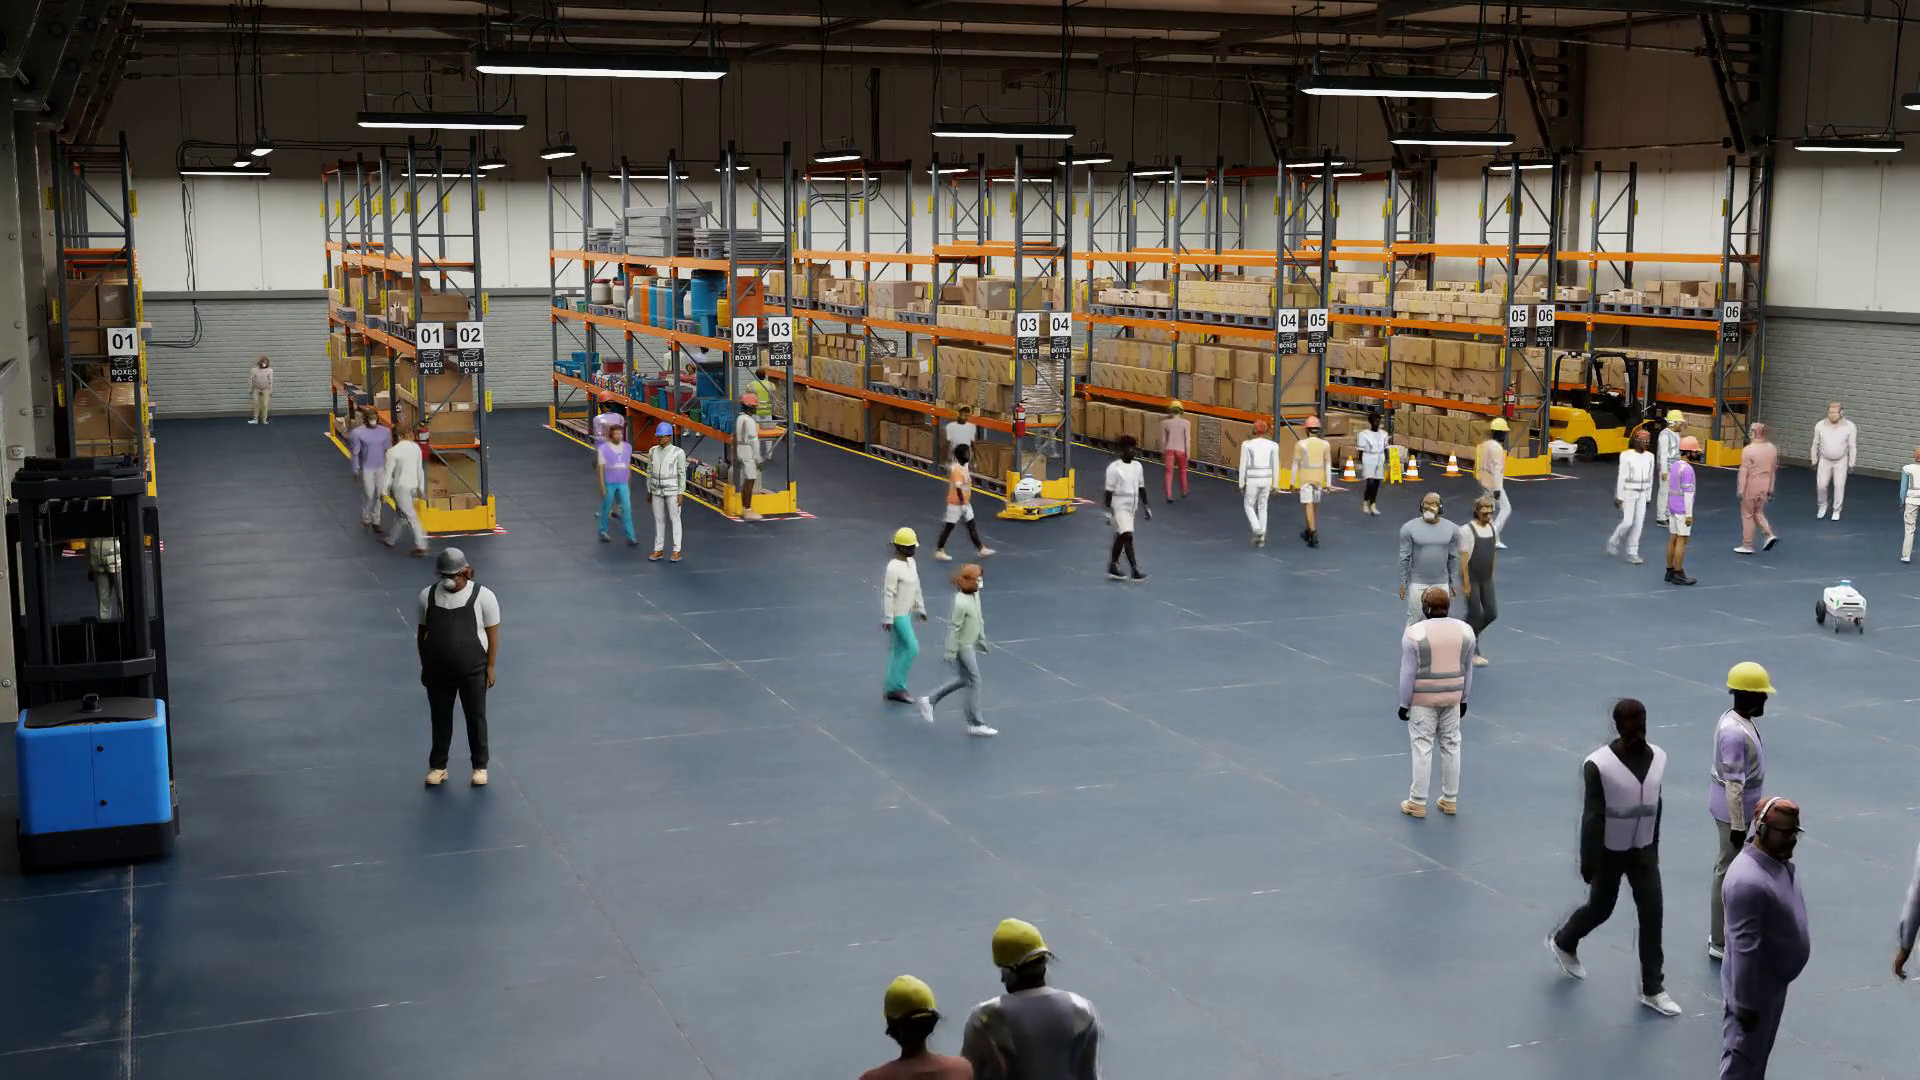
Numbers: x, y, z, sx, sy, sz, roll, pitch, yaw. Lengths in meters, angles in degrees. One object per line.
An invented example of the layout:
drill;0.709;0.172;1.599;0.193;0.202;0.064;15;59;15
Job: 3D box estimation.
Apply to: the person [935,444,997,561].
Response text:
person;0.049;-0.520;29.254;0.886;1.641;0.551;2;9;15

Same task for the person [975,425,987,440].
person;0.370;-2.737;44.195;0.509;1.613;0.670;-5;10;-30

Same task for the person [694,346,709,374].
person;-6.387;-4.021;51.895;1.012;1.877;0.551;1;9;9

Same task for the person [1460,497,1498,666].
person;5.529;0.429;22.395;0.511;1.820;0.446;-4;10;-27

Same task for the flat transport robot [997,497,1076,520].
flat transport robot;1.255;-0.517;33.971;0.652;0.197;1.431;6;10;33

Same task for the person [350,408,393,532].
person;-8.953;-1.066;32.027;0.633;1.921;0.530;-7;11;-38

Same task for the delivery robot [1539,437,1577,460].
delivery robot;11.755;-1.782;41.133;0.707;0.478;0.477;4;10;23

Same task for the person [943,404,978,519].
person;-0.003;-1.307;33.977;0.564;1.826;0.868;-1;9;-5

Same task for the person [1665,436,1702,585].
person;9.510;-0.398;27.506;0.379;1.937;0.548;0;9;-1

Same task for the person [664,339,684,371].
person;-6.968;-3.932;50.926;0.624;1.985;0.411;-8;12;-44

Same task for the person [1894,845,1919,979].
person;5.184;2.125;10.740;0.687;1.920;0.537;7;11;38

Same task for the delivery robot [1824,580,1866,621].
delivery robot;10.348;0.716;24.496;0.477;0.478;0.707;2;9;11

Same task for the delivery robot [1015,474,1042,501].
delivery robot;1.147;-0.858;34.988;0.477;0.478;0.707;2;9;14

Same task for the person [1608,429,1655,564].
person;9.382;-0.619;29.210;0.606;1.869;0.487;-3;9;-19

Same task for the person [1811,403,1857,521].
person;13.900;-1.244;33.325;0.685;1.885;0.482;5;10;30

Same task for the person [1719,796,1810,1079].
person;3.972;2.194;10.337;0.400;1.905;0.643;6;10;34

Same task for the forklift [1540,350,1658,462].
forklift;12.897;-2.725;42.309;2.313;2.155;1.214;-3;9;-21

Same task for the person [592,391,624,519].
person;-5.675;-1.371;33.636;0.375;2.042;0.615;6;11;36

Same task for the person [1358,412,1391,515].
person;6.726;-1.231;33.919;0.539;1.684;0.455;-4;9;-24

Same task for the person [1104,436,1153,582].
person;2.275;-0.407;27.578;0.634;1.924;0.927;-8;12;-44

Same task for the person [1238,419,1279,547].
person;4.363;-0.825;30.579;0.628;1.866;0.473;-2;9;-10

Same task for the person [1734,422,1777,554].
person;11.353;-0.731;29.892;0.645;1.892;0.463;-5;10;-29

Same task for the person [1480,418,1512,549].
person;7.798;-0.813;30.331;0.500;1.912;0.611;0;9;-2

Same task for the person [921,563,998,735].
person;-0.009;0.989;19.360;0.699;1.602;0.498;2;9;14

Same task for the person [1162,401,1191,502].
person;3.692;-1.516;35.710;0.534;1.700;0.966;3;9;21

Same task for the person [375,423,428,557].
person;-7.997;-0.720;29.813;1.023;1.882;0.659;4;9;24

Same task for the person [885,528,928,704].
person;-0.534;0.737;20.574;0.499;1.746;0.534;3;9;17

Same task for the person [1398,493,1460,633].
person;4.873;0.460;21.792;0.634;1.933;0.352;0;9;-1

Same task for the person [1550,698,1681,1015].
person;3.996;1.853;12.732;0.604;1.879;0.925;-4;9;-23

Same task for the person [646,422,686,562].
person;-4.119;-0.679;29.332;0.605;1.951;0.380;3;9;21

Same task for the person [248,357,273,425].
person;-16.537;-3.533;49.511;0.605;1.608;0.303;-1;9;-6

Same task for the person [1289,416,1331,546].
person;5.197;-0.868;30.854;0.584;1.897;0.969;-2;9;-12

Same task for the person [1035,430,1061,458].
person;1.745;-2.497;42.224;0.503;1.709;0.804;-4;9;-25

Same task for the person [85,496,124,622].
person;-9.426;0.291;23.255;0.590;1.835;0.404;1;9;7

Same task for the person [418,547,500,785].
person;-4.216;1.067;17.534;0.683;2.000;0.536;0;9;2

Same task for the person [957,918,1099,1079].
person;0.243;2.471;8.896;0.586;1.775;0.872;-3;9;-21

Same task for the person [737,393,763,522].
person;-3.345;-1.323;33.325;0.378;2.042;0.619;-3;9;-22

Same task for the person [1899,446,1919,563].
person;13.340;-0.492;29.116;0.519;1.640;0.307;3;9;19

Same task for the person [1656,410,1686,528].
person;11.091;-1.118;32.675;0.403;1.829;0.598;7;11;40

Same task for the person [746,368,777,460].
person;-3.995;-2.527;42.020;0.630;1.843;0.429;-3;9;-17

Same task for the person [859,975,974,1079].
person;-0.178;2.594;8.326;0.541;1.699;0.854;-4;9;-23

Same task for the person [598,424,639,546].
person;-5.088;-0.828;30.901;0.574;1.788;0.987;-6;10;-34

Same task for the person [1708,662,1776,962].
person;4.976;1.724;13.381;0.360;1.929;0.587;3;9;21

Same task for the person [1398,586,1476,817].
person;3.766;1.276;16.666;0.627;1.843;0.429;-2;9;-15

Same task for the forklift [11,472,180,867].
forklift;-6.630;0.886;15.957;1.129;2.768;1.873;-3;9;-21

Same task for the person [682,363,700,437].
person;-5.985;-3.128;46.691;0.525;1.639;0.307;1;9;7
